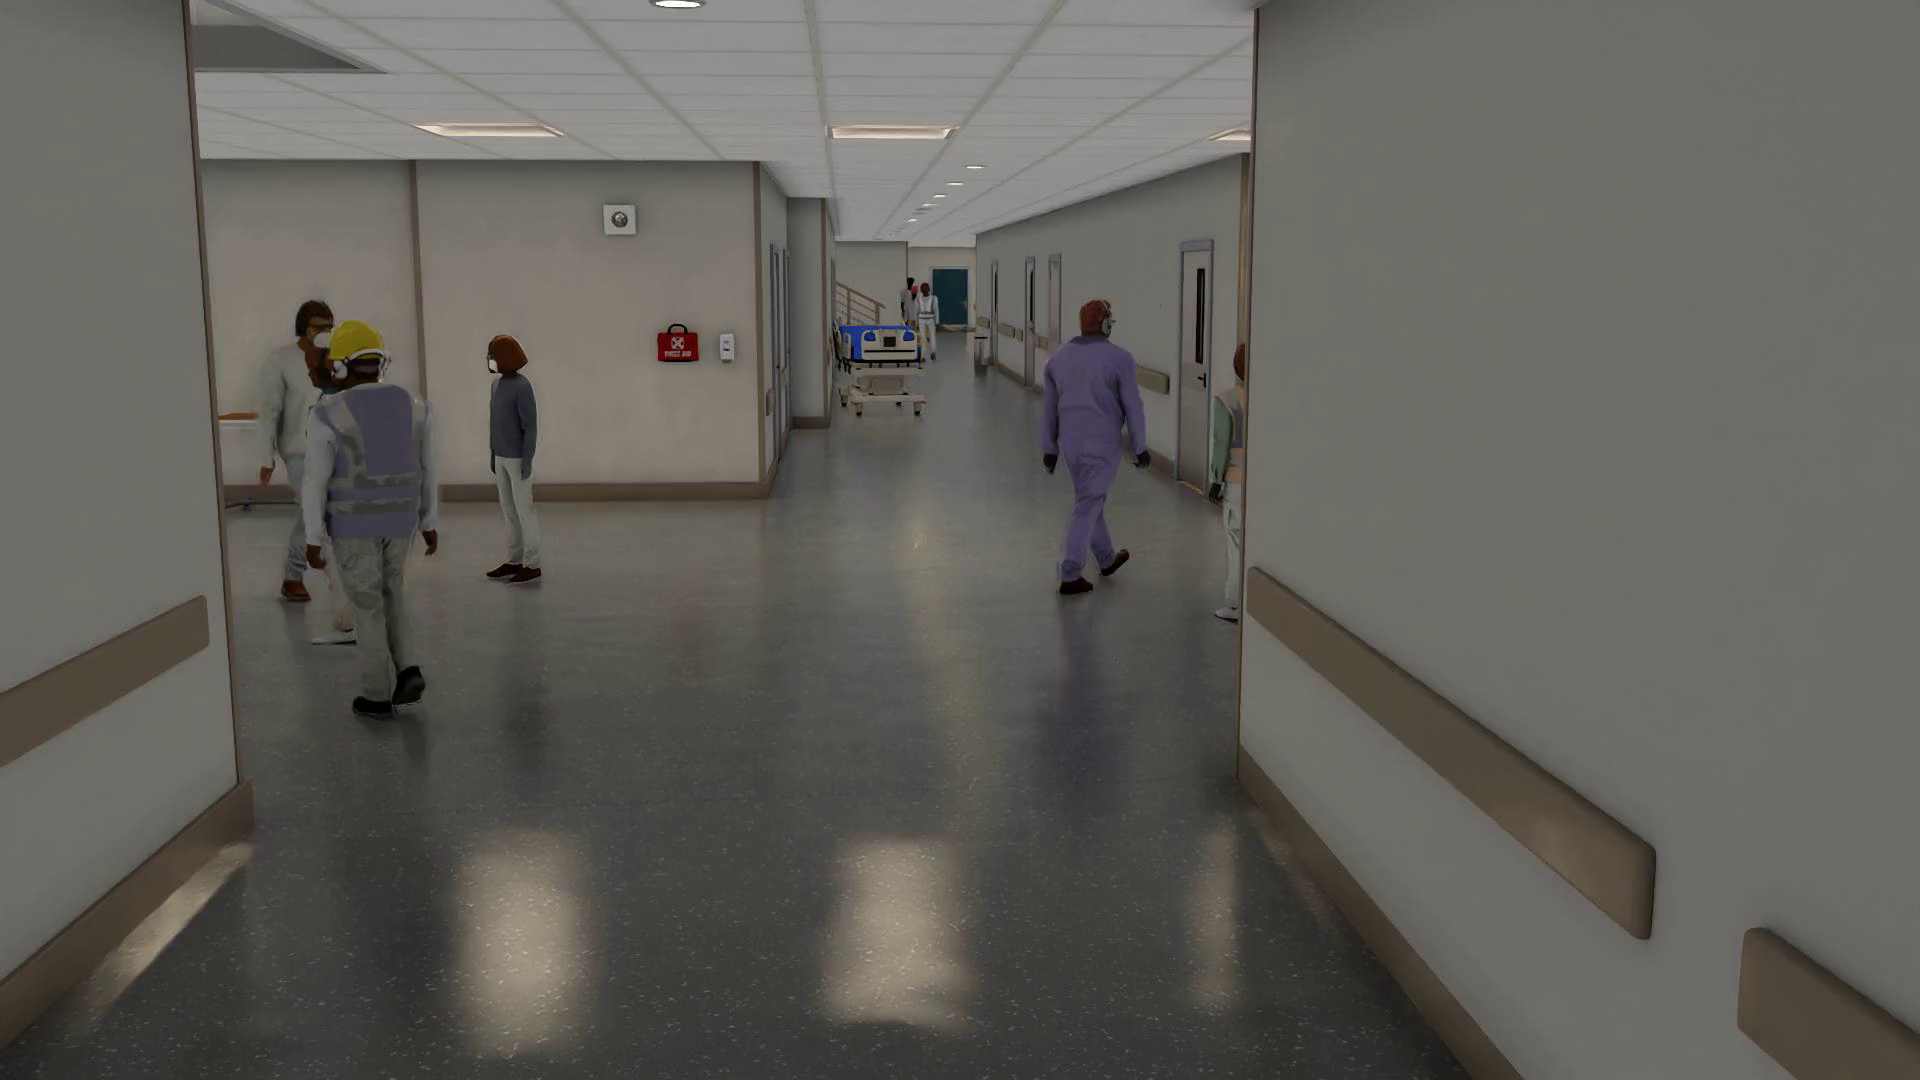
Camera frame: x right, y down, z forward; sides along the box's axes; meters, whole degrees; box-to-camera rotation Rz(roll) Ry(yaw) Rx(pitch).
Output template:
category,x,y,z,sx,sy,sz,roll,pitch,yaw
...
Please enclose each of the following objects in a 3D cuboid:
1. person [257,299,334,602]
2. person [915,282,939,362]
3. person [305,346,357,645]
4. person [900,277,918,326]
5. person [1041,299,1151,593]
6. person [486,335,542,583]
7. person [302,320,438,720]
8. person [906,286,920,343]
category,x,y,z,sx,sy,sz,roll,pitch,yaw
person,-3.875,-0.509,10.058,1.063,1.876,0.637,7,11,36
person,-0.760,-5.091,38.891,0.587,1.862,0.780,1,9,9
person,-3.406,-0.241,9.138,0.313,1.641,0.520,0,9,2
person,-1.467,-6.699,48.656,0.608,1.963,0.369,-6,11,-35
person,0.914,-0.616,10.779,0.643,1.856,0.989,8,12,40
person,-2.964,-0.534,10.988,0.267,1.631,0.509,-8,12,-41
person,-2.676,-0.078,7.532,0.426,1.817,0.618,7,11,38
person,-1.262,-5.978,44.865,0.591,1.717,0.762,4,10,25
